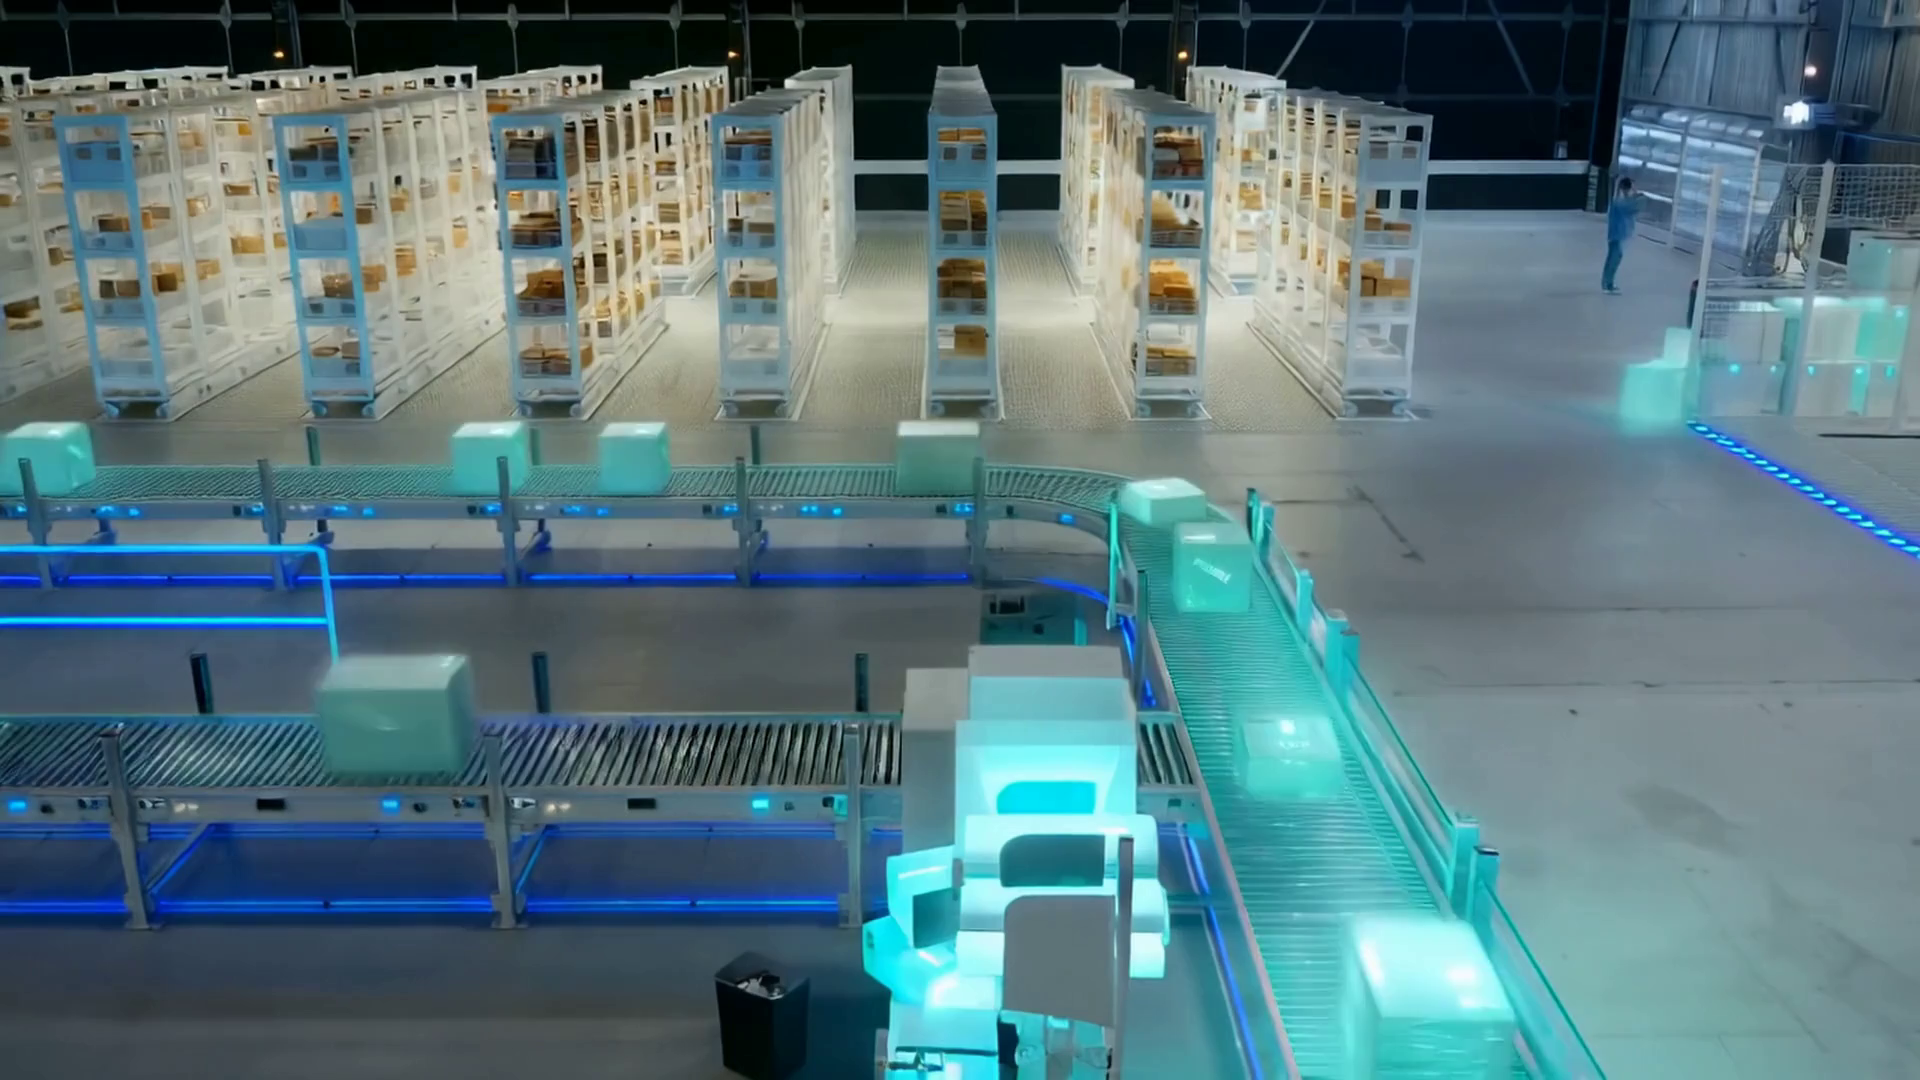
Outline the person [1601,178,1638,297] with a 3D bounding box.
[{"bbox_3d":[11.195,-5.133,28.249,0.400,1.986,0.608,2,18,5],"label":"person"}]
